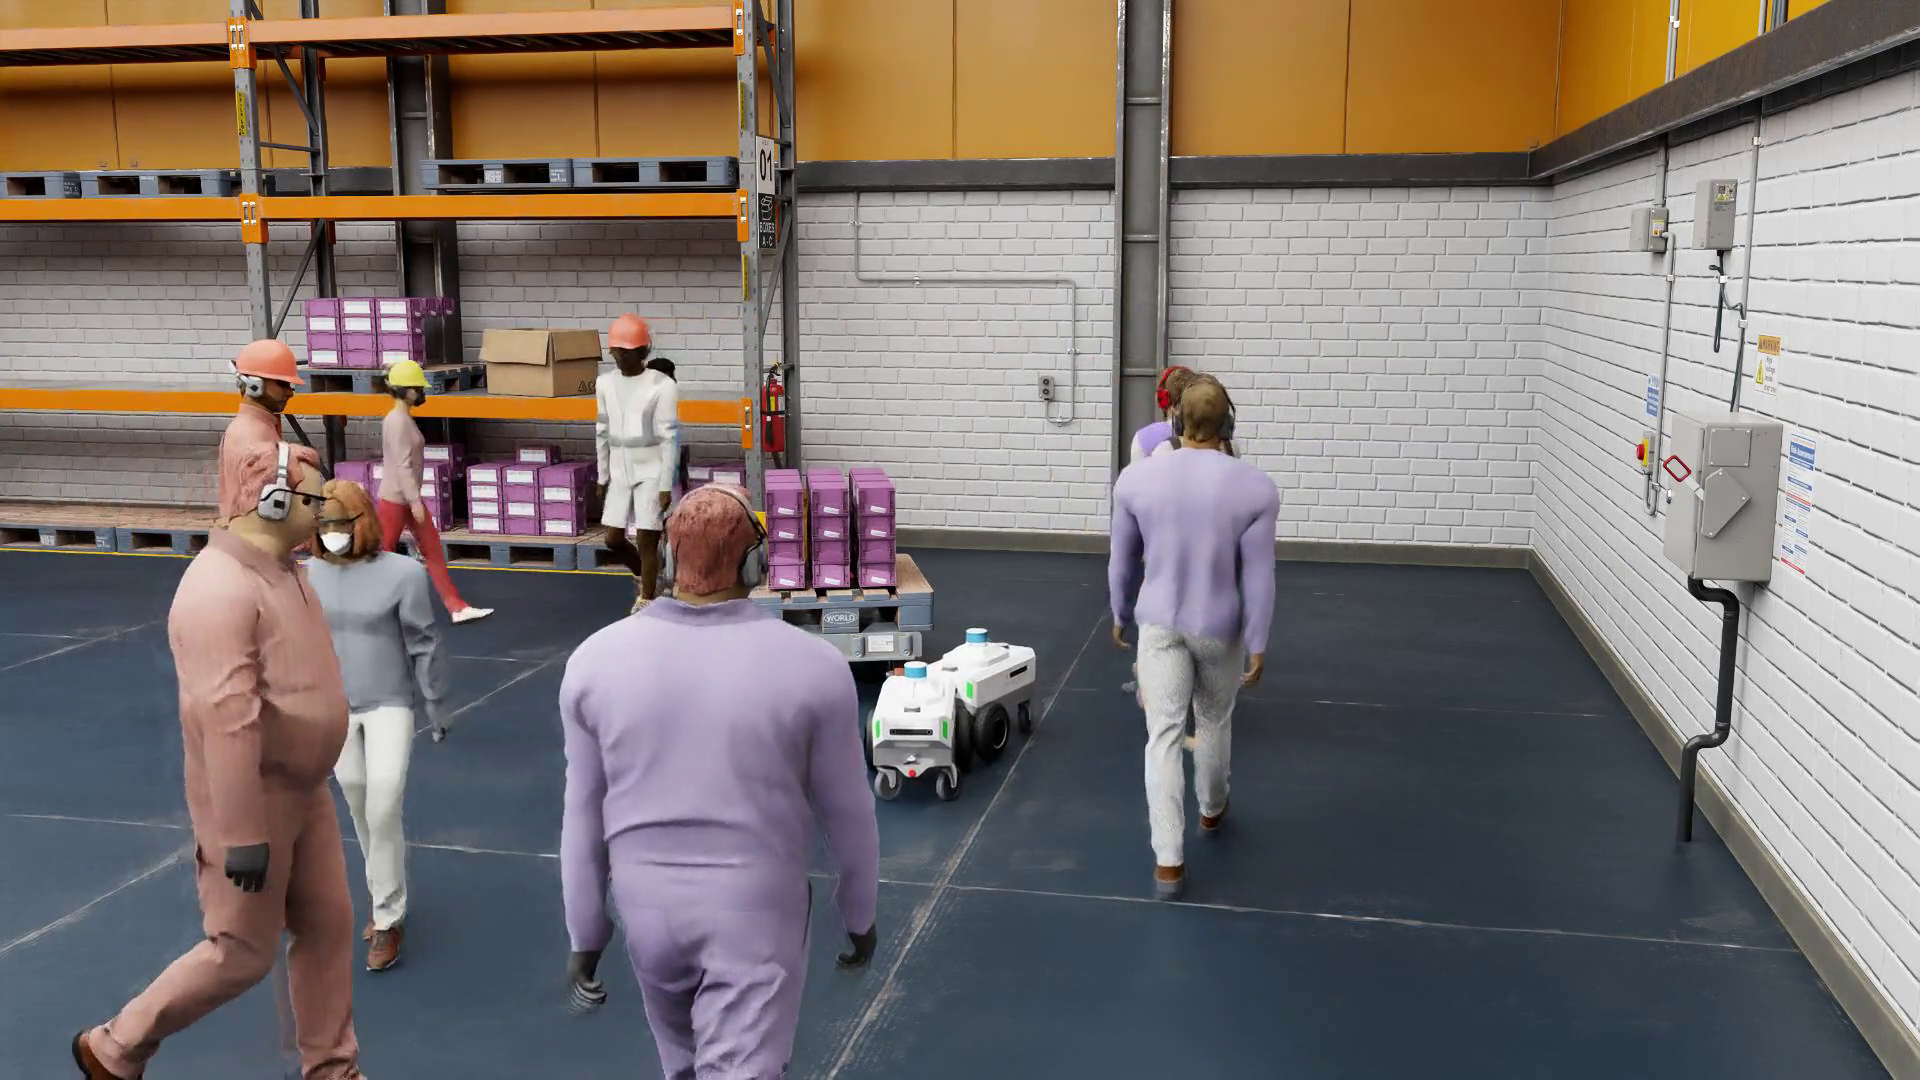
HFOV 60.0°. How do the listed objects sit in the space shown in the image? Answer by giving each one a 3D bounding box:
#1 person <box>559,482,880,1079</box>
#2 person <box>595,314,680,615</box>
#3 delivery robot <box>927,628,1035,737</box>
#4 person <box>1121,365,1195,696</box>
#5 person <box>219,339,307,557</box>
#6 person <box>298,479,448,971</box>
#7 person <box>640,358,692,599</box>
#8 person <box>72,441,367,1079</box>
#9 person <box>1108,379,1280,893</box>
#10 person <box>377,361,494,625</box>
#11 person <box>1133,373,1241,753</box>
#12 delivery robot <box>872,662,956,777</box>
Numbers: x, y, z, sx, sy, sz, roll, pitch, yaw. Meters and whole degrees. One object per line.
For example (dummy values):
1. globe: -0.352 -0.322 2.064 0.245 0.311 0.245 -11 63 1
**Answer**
1. person: -0.513 0.801 3.664 0.665 1.849 1.011 2 10 9
2. person: -2.017 -0.408 10.442 0.617 2.020 0.558 4 10 23
3. delivery robot: 0.081 0.671 8.048 0.477 0.478 0.707 5 11 29
4. person: 1.118 0.015 8.503 0.566 1.813 0.919 -7 12 -35
5. person: -3.108 0.095 7.504 0.393 1.985 0.610 -4 10 -24
6. person: -2.023 0.605 5.532 0.535 1.605 0.657 0 9 2
7. person: -1.955 -0.405 11.414 0.683 1.671 0.553 2 10 14
8. person: -1.903 0.675 4.378 0.799 1.869 0.666 -1 9 -4
9. person: 0.891 0.328 6.396 0.650 1.886 1.011 2 10 12
10. person: -3.473 -0.264 10.482 0.912 1.716 0.550 -1 9 -7
11. person: 1.066 0.097 8.011 0.517 1.825 0.727 -6 11 -32
12. delivery robot: -0.196 0.784 7.370 0.477 0.478 0.707 0 9 2
